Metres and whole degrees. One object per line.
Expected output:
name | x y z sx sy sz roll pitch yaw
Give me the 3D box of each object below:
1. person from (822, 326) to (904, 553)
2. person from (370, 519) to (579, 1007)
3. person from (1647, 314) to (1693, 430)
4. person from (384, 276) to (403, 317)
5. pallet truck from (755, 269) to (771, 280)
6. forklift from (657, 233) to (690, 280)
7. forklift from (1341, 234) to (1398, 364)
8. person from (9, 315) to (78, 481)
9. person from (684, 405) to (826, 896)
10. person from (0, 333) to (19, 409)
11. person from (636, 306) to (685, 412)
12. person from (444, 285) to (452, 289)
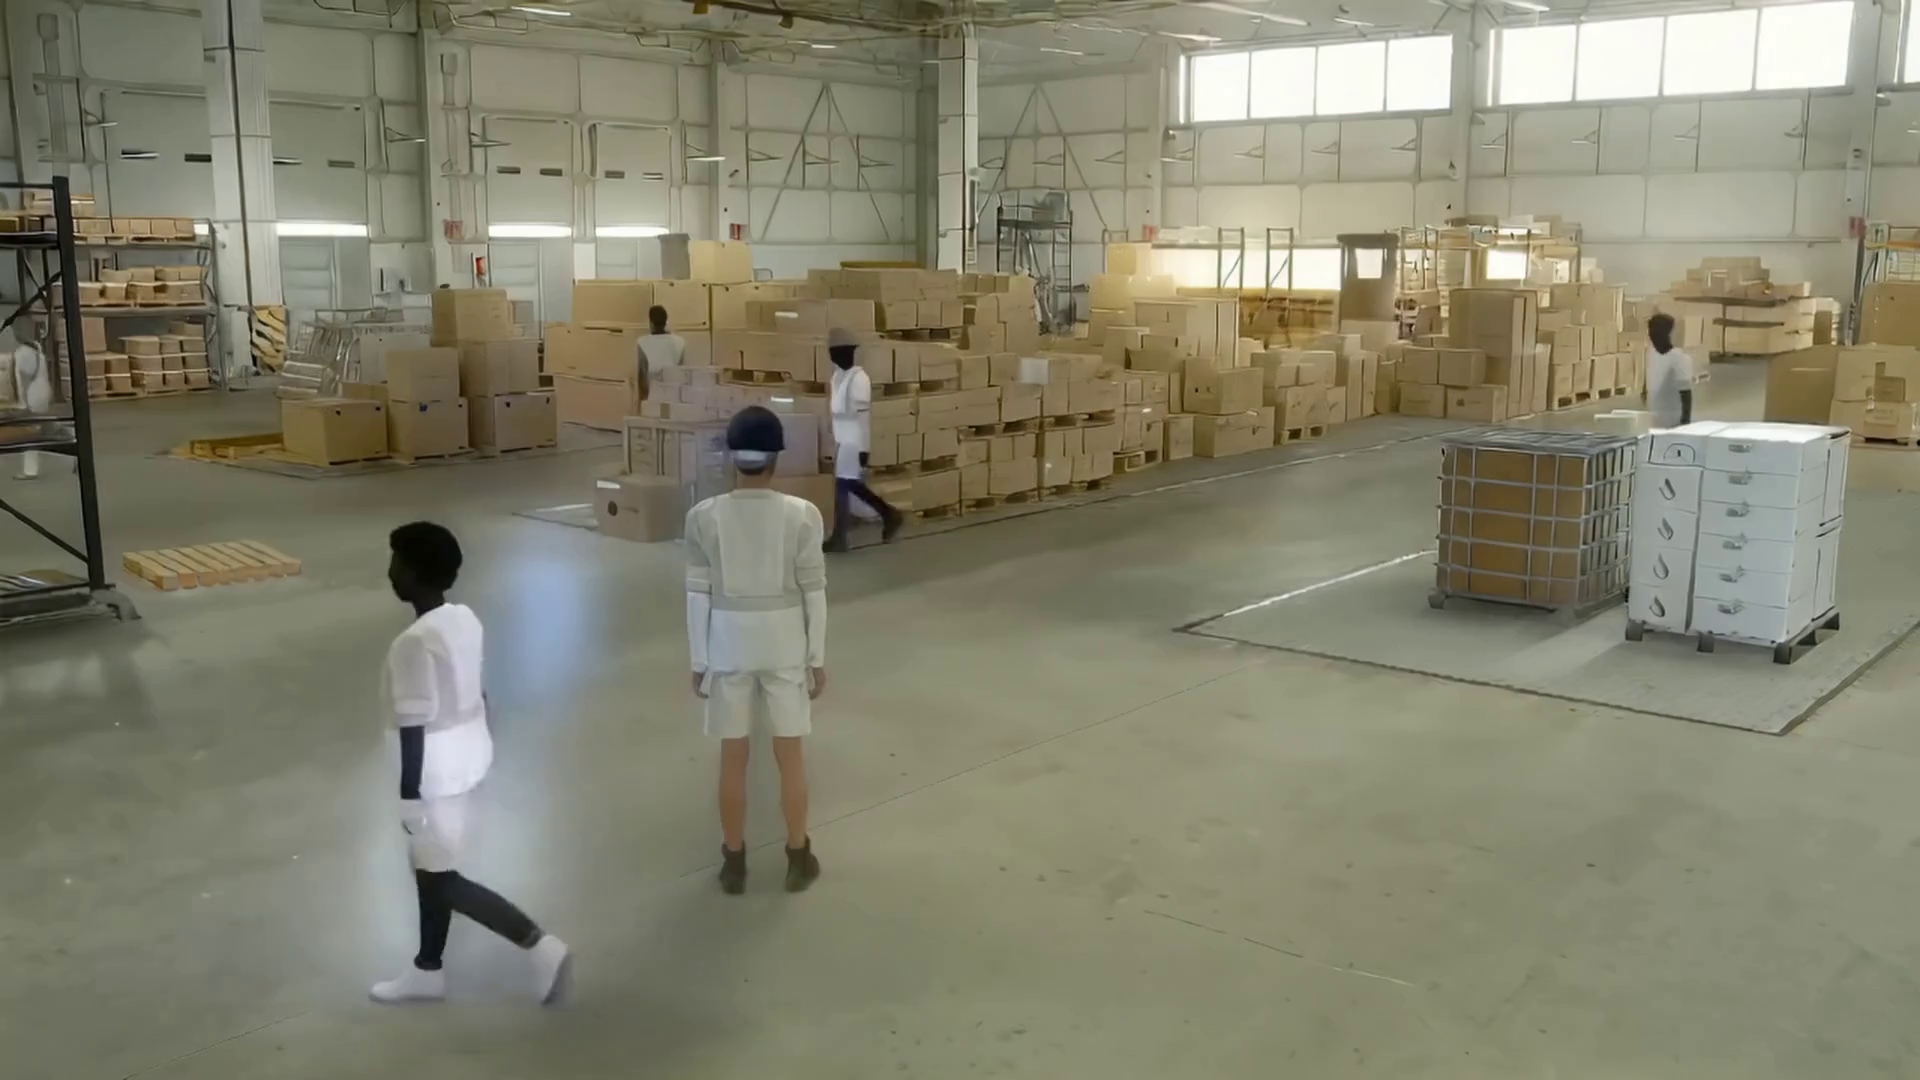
person | -0.857 -0.857 14.047 0.791 1.911 0.549 -4 11 -23
person | -1.626 0.763 5.465 0.704 1.676 0.533 1 10 3
person | 6.946 -1.239 16.180 0.684 1.930 0.613 -2 10 -10
person | -12.168 -4.695 35.801 0.354 1.938 0.636 -7 12 -33
pallet truck | -4.996 -6.432 45.525 1.885 1.965 0.823 -6 12 -32
forklift | -5.606 -4.634 32.773 1.873 2.768 1.129 -6 11 -29
forklift | 8.234 -4.769 33.546 1.129 2.768 1.873 1 10 8
person | -10.061 -1.543 18.169 0.657 1.829 0.531 0 10 1
person | -0.801 0.439 6.576 0.548 1.937 0.379 0 10 -2
person | -13.595 -2.452 23.180 0.998 1.880 0.622 -3 10 -15
person | -3.271 -1.598 18.225 0.591 1.920 0.392 -9 13 -41
person | -13.391 -5.863 43.428 0.531 1.594 0.867 5 11 25
